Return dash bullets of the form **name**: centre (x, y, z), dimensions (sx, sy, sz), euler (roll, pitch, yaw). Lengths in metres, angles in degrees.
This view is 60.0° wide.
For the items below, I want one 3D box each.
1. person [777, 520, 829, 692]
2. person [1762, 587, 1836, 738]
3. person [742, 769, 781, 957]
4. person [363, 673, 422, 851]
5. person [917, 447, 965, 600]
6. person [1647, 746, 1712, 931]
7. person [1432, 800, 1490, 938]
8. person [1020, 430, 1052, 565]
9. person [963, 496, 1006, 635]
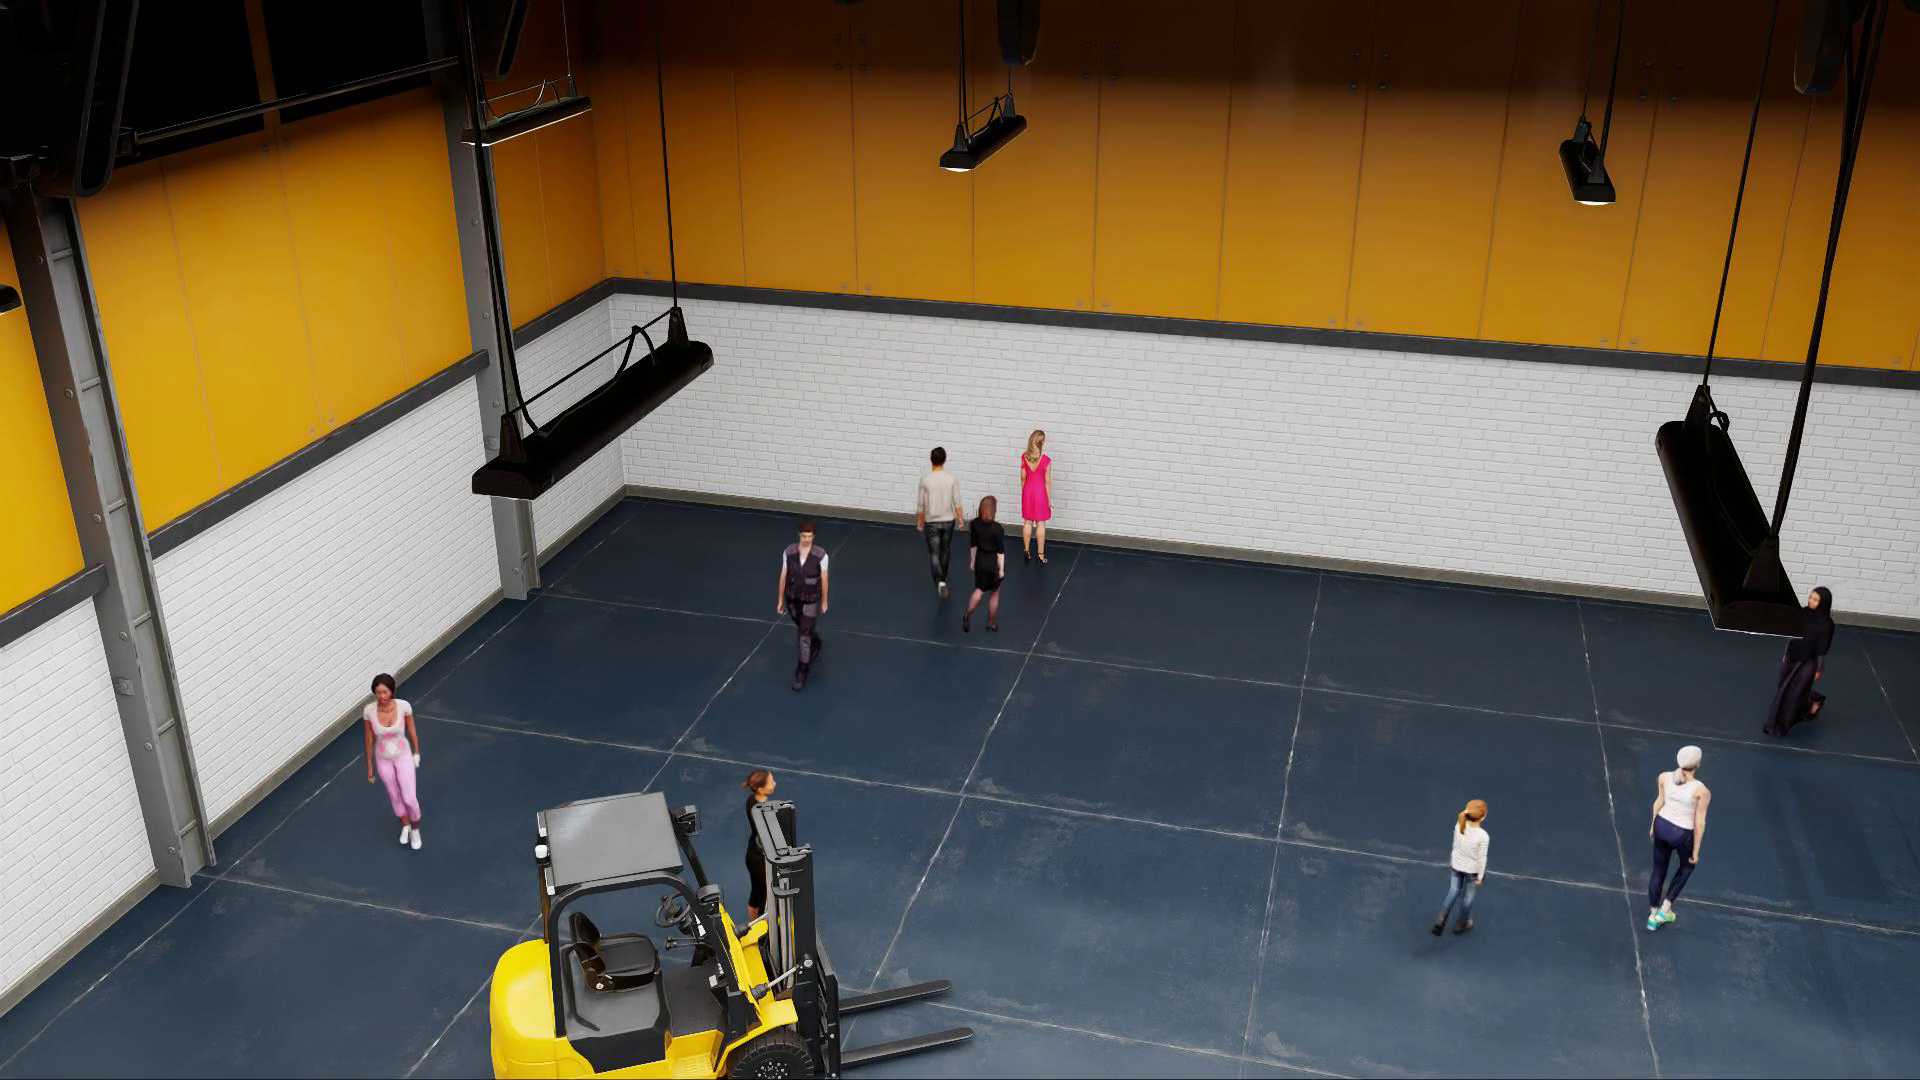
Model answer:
- **person**: centre (-1.641, 0.612, 17.782), dimensions (0.663, 1.807, 1.197), euler (7, 25, 16)
- **person**: centre (8.527, 1.204, 16.692), dimensions (1.013, 1.595, 1.044), euler (-8, 25, -18)
- **person**: centre (-1.595, 2.581, 13.450), dimensions (0.711, 1.668, 0.628), euler (-10, 26, -22)
- **person**: centre (-5.049, 1.932, 14.866), dimensions (0.712, 1.724, 0.769), euler (-4, 24, -8)
- **person**: centre (-0.236, -0.163, 19.606), dimensions (1.006, 1.766, 1.218), euler (-3, 24, -7)
- **person**: centre (5.817, 2.481, 13.647), dimensions (0.756, 1.694, 0.731), euler (-20, 31, -39)
- **person**: centre (4.099, 2.710, 13.608), dimensions (0.821, 1.305, 0.696), euler (-20, 31, -38)
- **person**: centre (0.925, -0.535, 20.507), dimensions (0.629, 1.725, 0.625), euler (14, 27, 29)
- **person**: centre (0.269, 0.332, 18.565), dimensions (0.770, 1.692, 0.929), euler (17, 29, 33)
